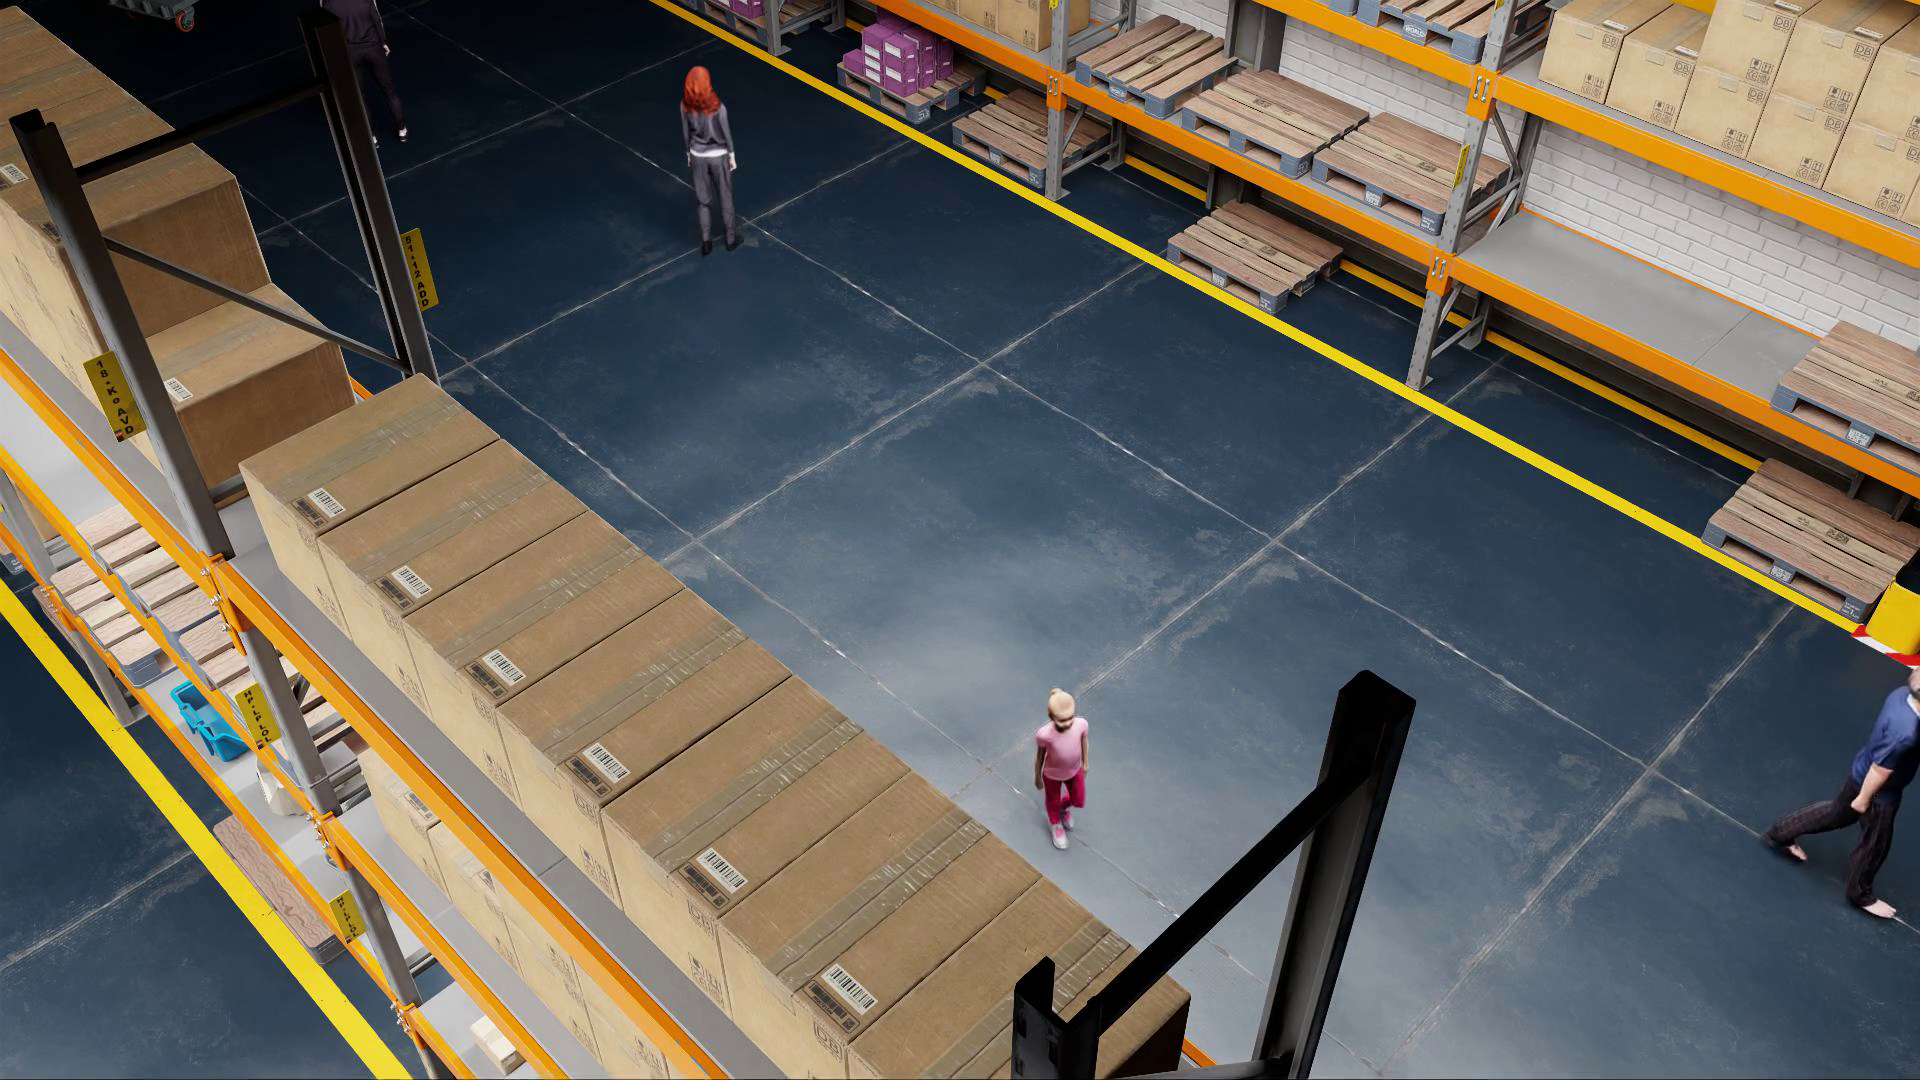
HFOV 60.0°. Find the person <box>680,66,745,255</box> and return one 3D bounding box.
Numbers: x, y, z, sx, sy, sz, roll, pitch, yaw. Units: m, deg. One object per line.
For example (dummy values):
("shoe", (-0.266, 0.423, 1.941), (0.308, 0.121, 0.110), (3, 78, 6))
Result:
("person", (-2.160, -3.266, 14.342), (0.656, 1.780, 0.738), (6, 44, 7))

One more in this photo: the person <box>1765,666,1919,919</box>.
("person", (5.146, 1.332, 9.470), (1.084, 1.843, 0.802), (24, 49, 23))

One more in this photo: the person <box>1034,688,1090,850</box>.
("person", (0.588, 1.313, 9.907), (0.608, 1.267, 0.654), (-11, 45, -12))

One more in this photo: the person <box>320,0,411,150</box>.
("person", (-5.631, -4.576, 15.676), (0.751, 1.836, 0.710), (-17, 46, -17))
